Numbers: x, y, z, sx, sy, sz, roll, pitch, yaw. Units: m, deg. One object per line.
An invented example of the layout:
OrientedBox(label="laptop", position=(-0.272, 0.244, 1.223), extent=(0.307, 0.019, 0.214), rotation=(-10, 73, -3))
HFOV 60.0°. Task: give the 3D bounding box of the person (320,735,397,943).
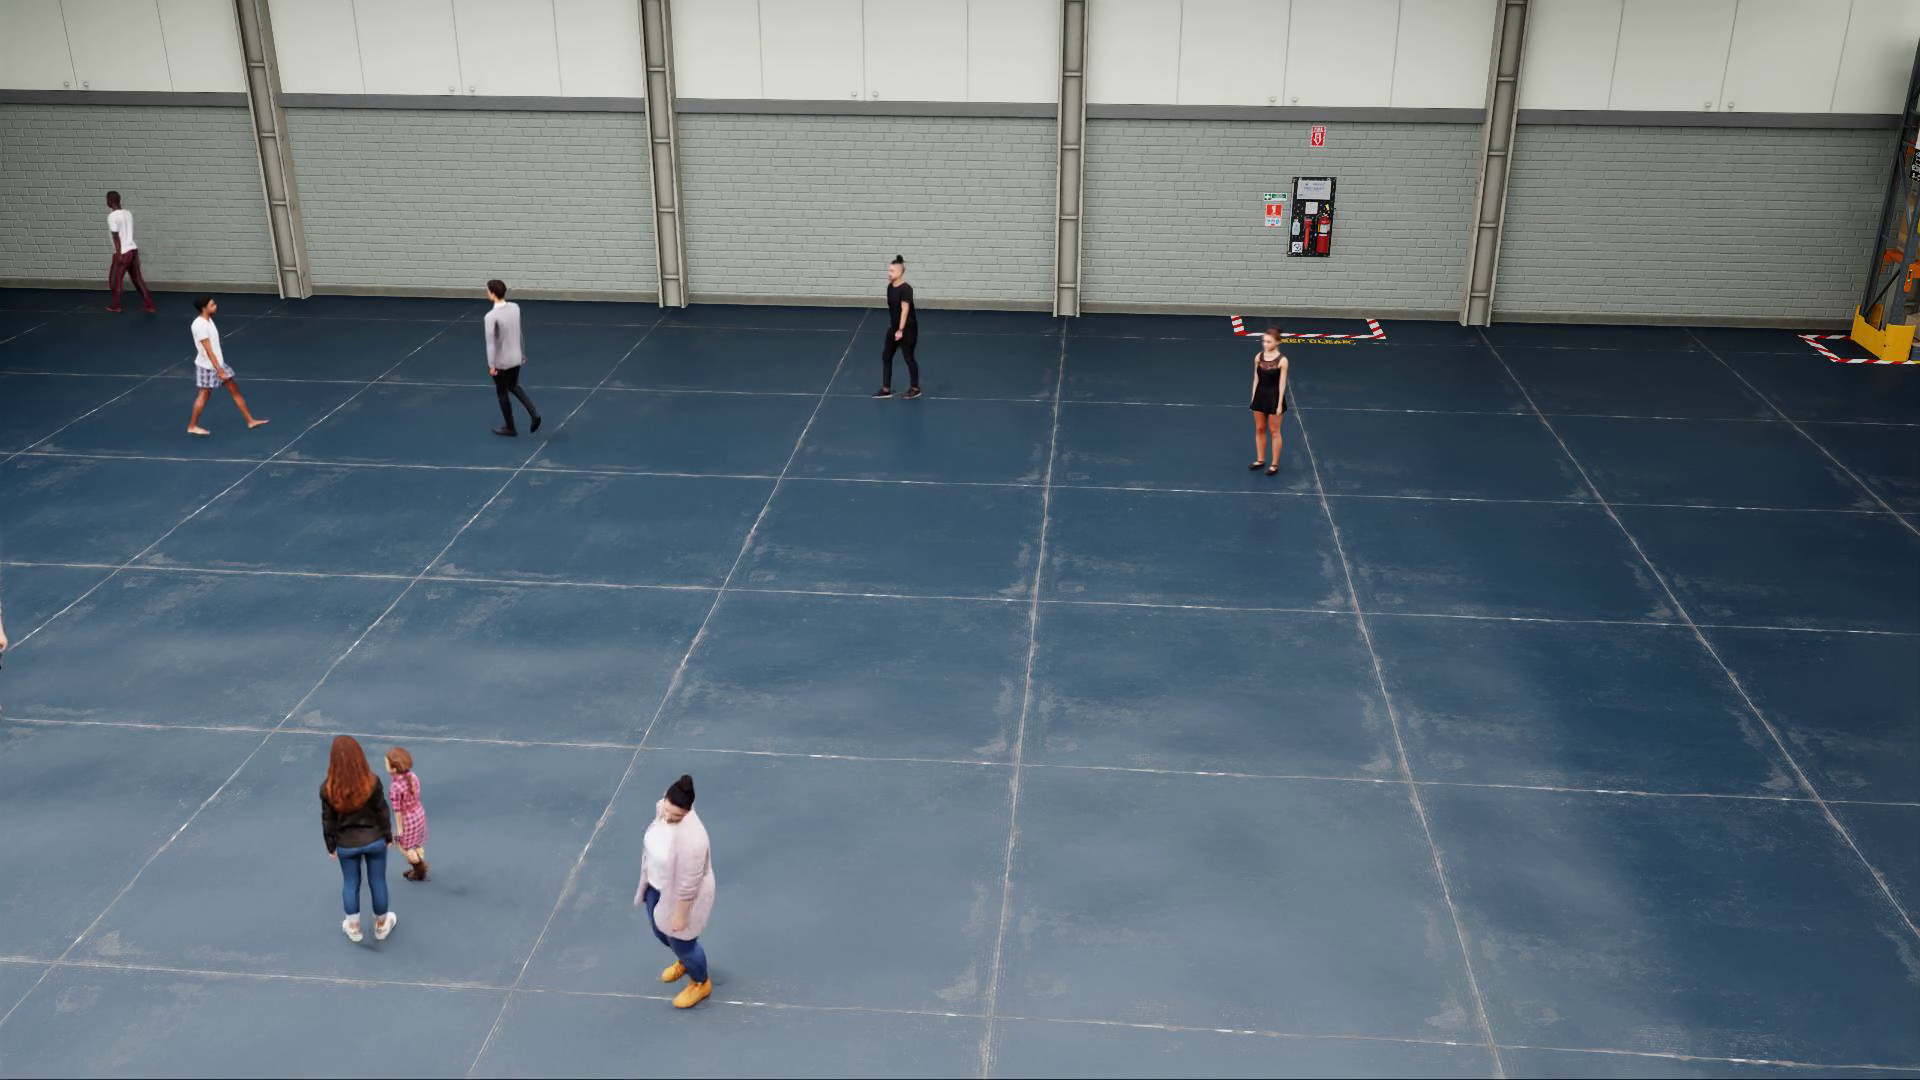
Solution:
OrientedBox(label="person", position=(-3.806, 1.912, 10.604), extent=(0.582, 1.481, 0.697), rotation=(-7, 24, -16))

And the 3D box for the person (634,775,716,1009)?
OrientedBox(label="person", position=(-1.646, 2.074, 9.951), extent=(0.904, 1.693, 0.890), rotation=(-6, 24, -14))

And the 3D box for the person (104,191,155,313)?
OrientedBox(label="person", position=(-12.286, -4.238, 24.653), extent=(0.978, 1.804, 0.725), rotation=(4, 23, 8))

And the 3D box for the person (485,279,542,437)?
OrientedBox(label="person", position=(-5.248, -2.114, 19.526), extent=(1.011, 1.907, 0.916), rotation=(11, 25, 24))

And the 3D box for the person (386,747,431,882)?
OrientedBox(label="person", position=(-3.709, 1.881, 11.273), extent=(0.495, 1.014, 0.472), rotation=(7, 24, 16))

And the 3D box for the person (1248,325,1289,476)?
OrientedBox(label="person", position=(3.452, -1.572, 18.541), extent=(0.677, 1.681, 0.752), rotation=(20, 30, 39))

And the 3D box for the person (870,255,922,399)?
OrientedBox(label="person", position=(-0.656, -2.667, 20.911), extent=(1.065, 1.840, 0.990), rotation=(-16, 28, -33))

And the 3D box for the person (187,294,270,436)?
OrientedBox(label="person", position=(-8.912, -2.022, 19.595), extent=(1.187, 1.683, 0.792), rotation=(-3, 23, -6))
